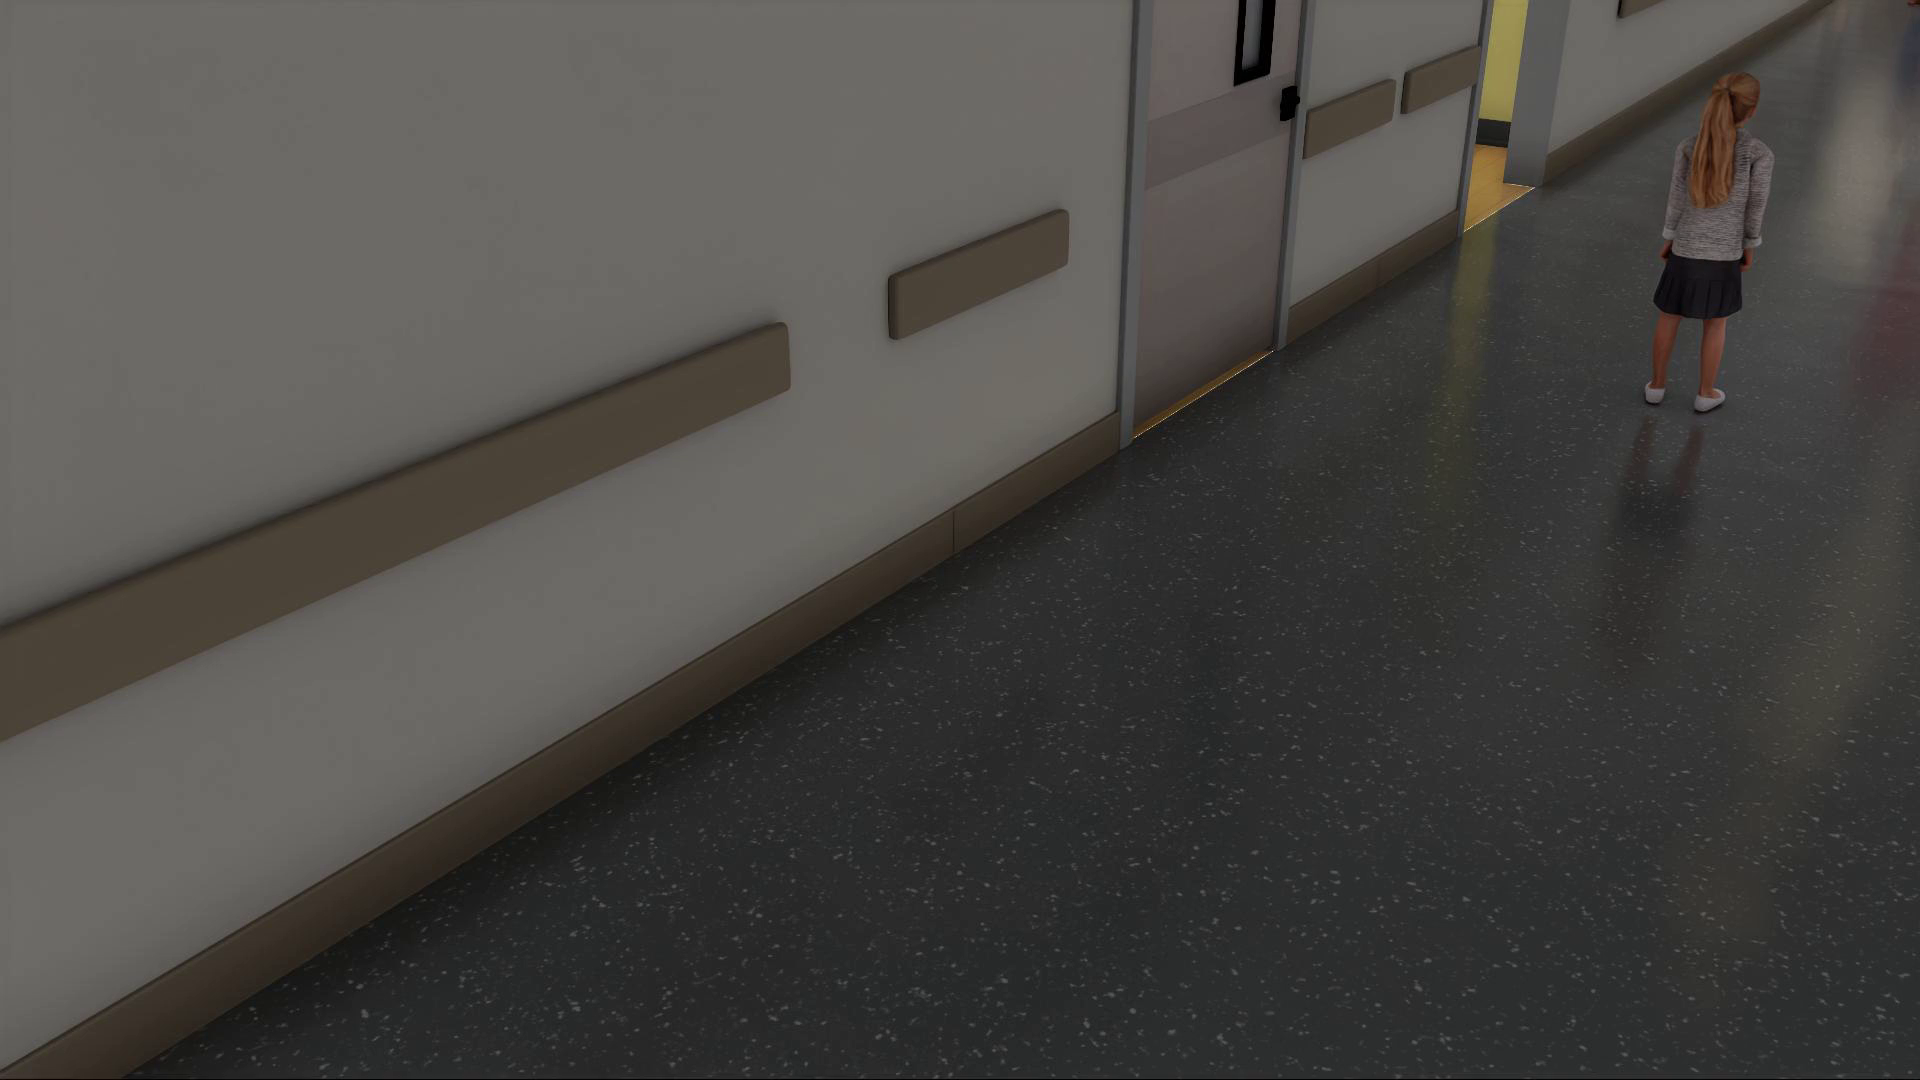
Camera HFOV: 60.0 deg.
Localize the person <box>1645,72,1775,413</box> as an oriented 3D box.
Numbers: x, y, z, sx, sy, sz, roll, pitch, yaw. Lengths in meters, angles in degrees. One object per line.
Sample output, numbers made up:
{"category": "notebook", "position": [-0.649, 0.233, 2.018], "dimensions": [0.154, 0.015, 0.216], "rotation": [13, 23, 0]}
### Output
{"category": "person", "position": [2.830, -1.124, 6.289], "dimensions": [0.453, 1.275, 0.563], "rotation": [16, 30, 29]}
